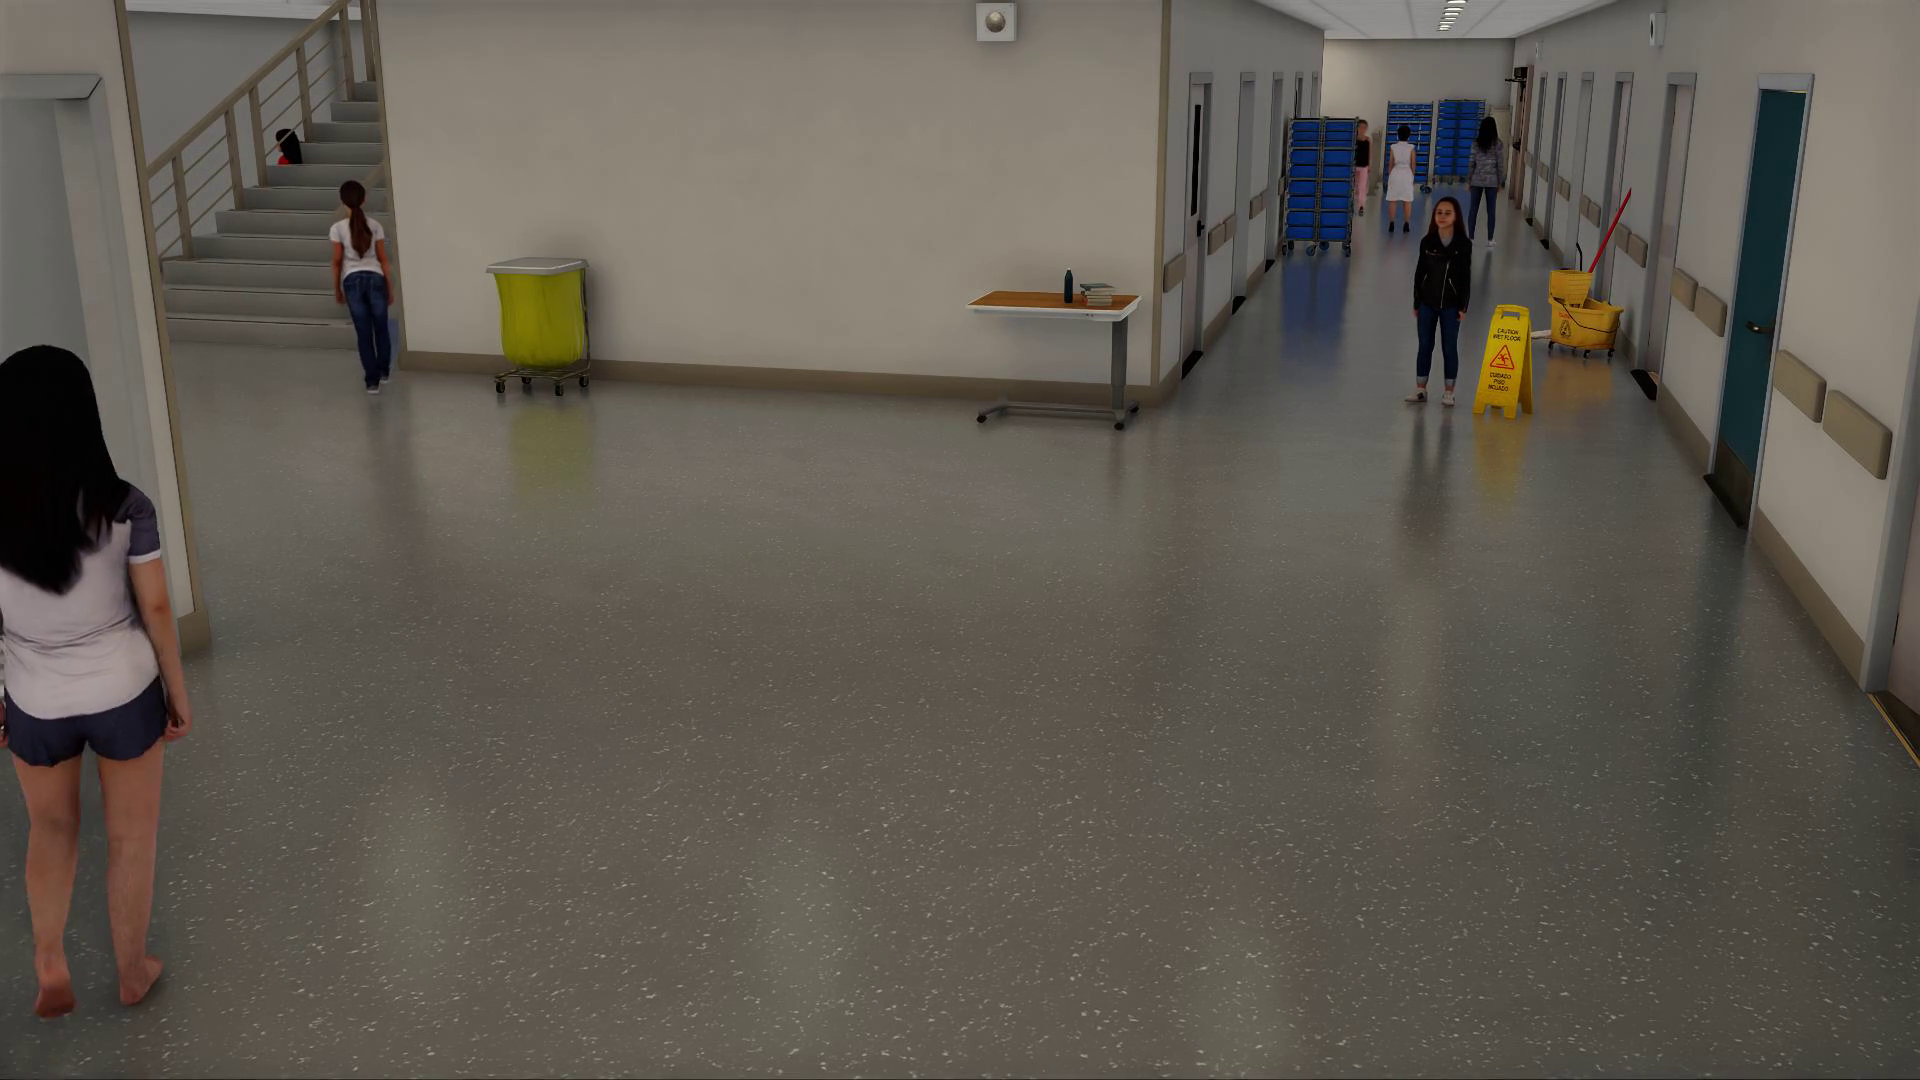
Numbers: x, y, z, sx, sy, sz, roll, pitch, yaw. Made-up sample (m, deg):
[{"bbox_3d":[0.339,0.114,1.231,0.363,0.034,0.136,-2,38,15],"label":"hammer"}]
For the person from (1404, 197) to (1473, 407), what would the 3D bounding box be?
[{"bbox_3d":[3.422,-1.698,11.827,0.610,1.481,0.587,10,19,32],"label":"person"}]

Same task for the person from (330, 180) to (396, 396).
[{"bbox_3d":[-4.369,-1.845,12.231,0.849,1.543,0.935,-7,17,-24],"label":"person"}]

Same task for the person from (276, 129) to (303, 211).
[{"bbox_3d":[-6.911,-3.385,17.315,0.705,1.749,0.582,2,16,7],"label":"person"}]

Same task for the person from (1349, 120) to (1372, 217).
[{"bbox_3d":[6.523,-6.078,27.282,0.639,1.524,1.084,2,16,6],"label":"person"}]

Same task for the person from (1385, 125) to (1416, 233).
[{"bbox_3d":[6.552,-5.365,24.695,0.557,1.555,0.517,5,17,17],"label":"person"}]

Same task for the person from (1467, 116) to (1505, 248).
[{"bbox_3d":[7.153,-4.893,22.698,0.652,1.732,0.596,8,18,26],"label":"person"}]

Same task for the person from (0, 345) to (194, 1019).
[{"bbox_3d":[-2.121,0.403,3.983,0.802,1.692,0.882,-4,16,-14],"label":"person"}]
